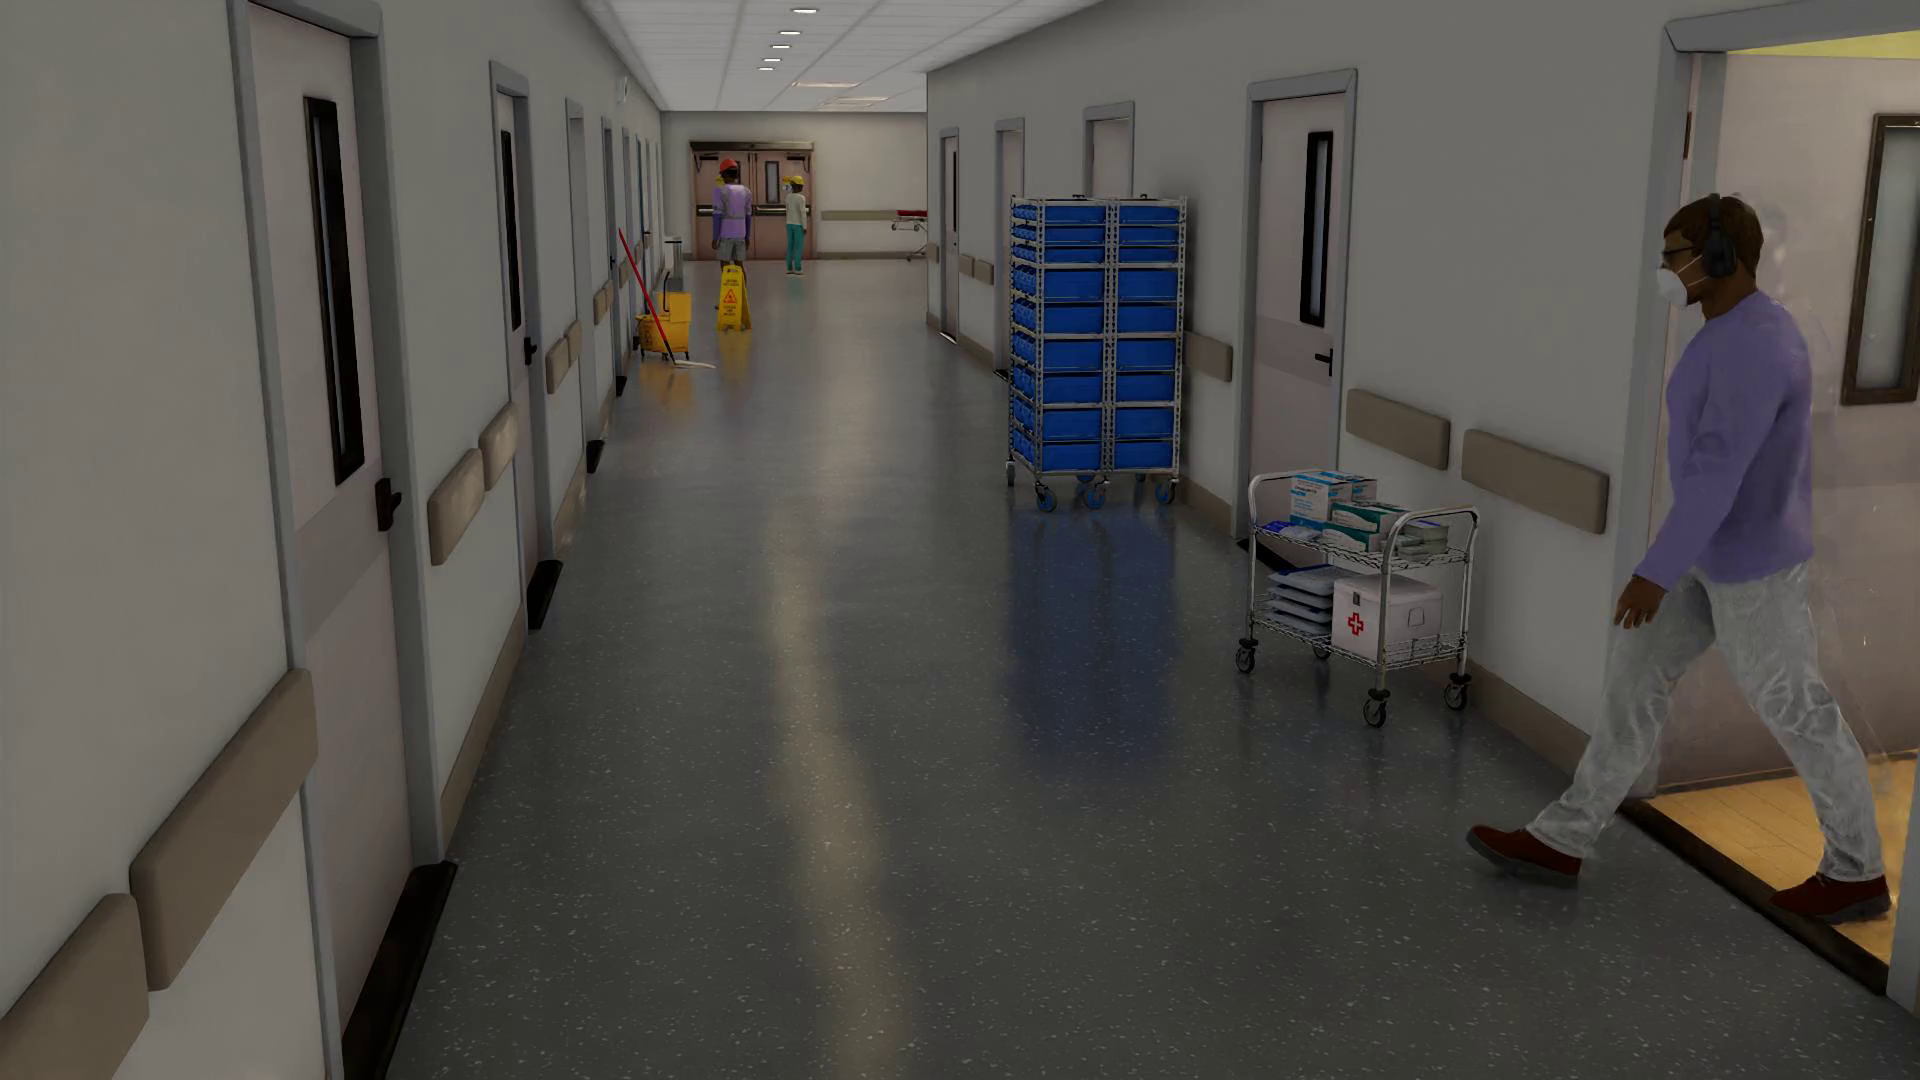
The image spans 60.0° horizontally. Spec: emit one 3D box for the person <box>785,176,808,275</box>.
[{"bbox_3d":[-2.927,-5.651,29.884,0.518,1.757,0.337,12,17,42],"label":"person"}]

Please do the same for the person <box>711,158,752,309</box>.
[{"bbox_3d":[-3.116,-4.147,22.608,0.613,2.029,0.407,-12,18,-43],"label":"person"}]

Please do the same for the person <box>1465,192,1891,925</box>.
[{"bbox_3d":[1.955,0.059,4.292,1.074,1.872,0.640,2,13,9],"label":"person"}]
